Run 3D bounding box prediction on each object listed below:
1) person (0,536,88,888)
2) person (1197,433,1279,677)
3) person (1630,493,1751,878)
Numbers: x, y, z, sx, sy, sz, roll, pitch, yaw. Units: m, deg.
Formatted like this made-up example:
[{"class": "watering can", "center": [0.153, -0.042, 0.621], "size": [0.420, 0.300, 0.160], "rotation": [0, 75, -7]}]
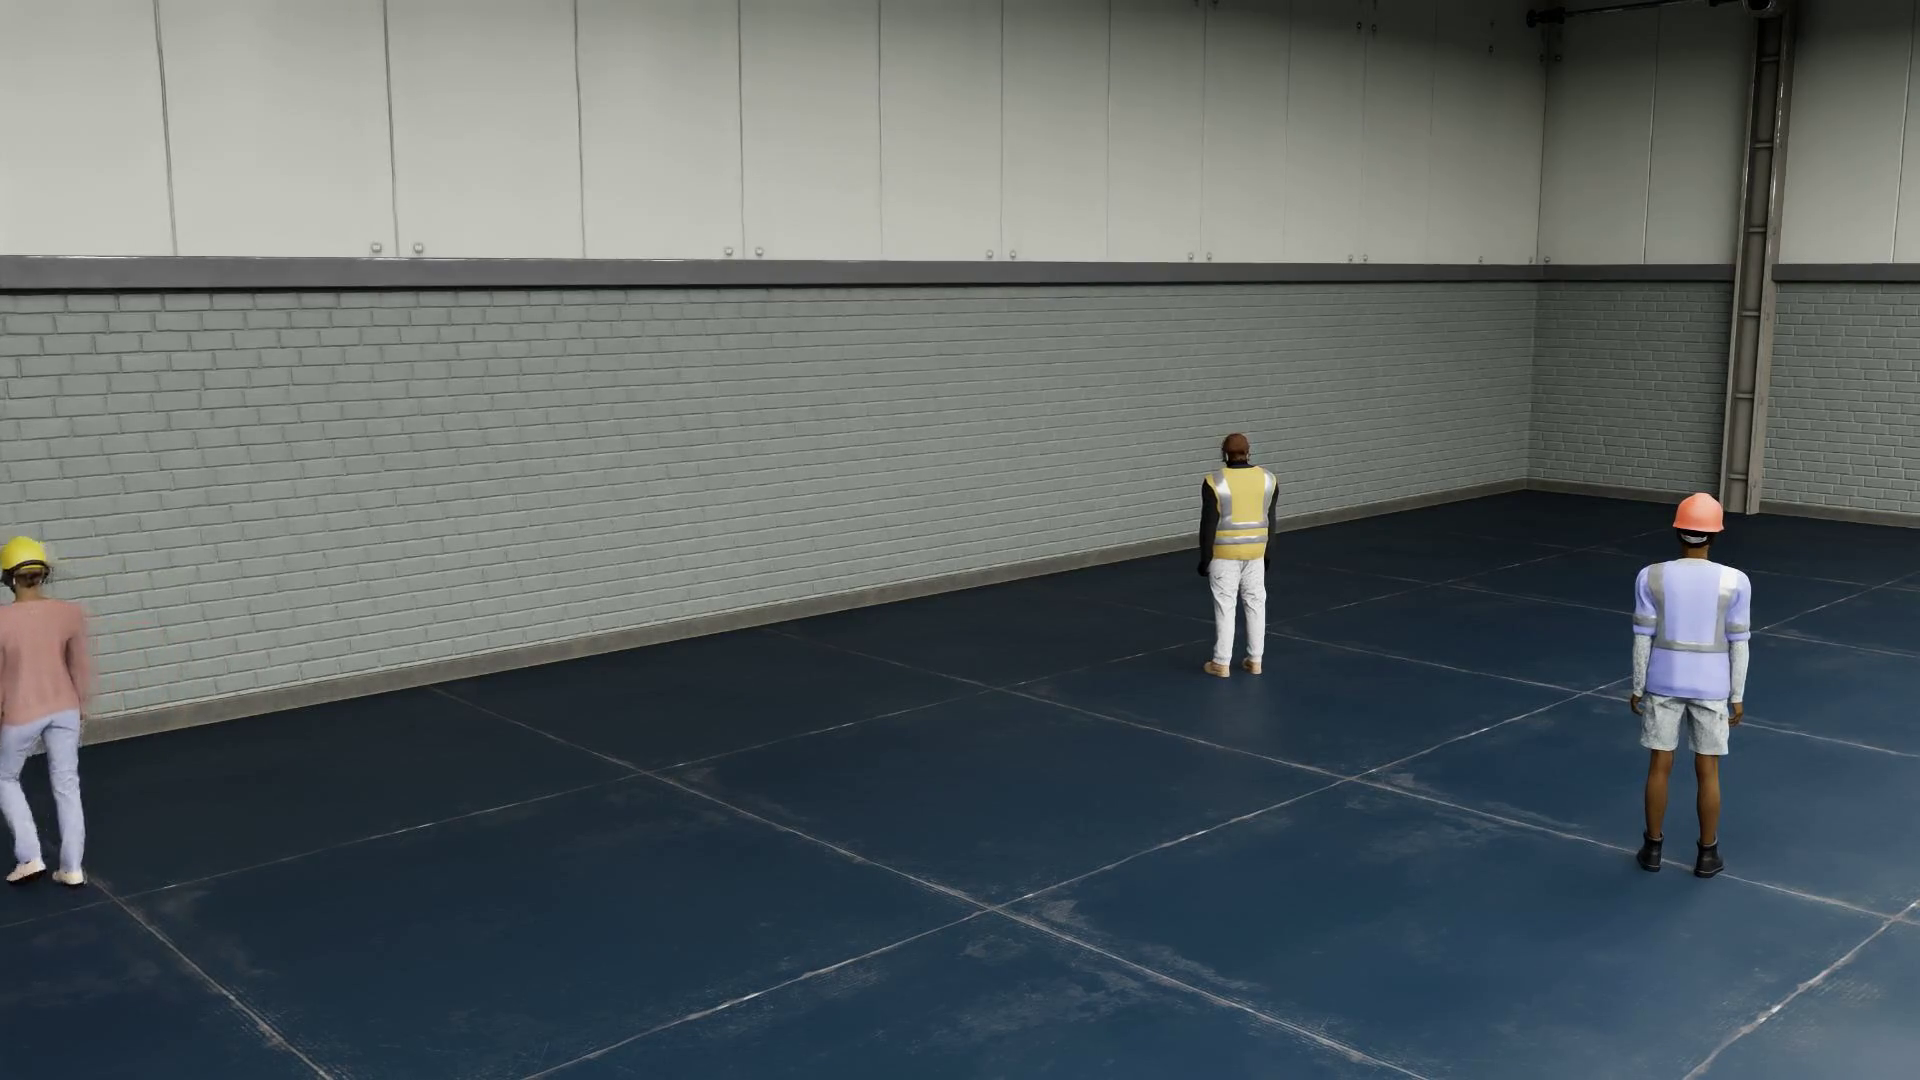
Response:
[{"class": "person", "center": [-4.549, 0.852, 8.181], "size": [0.524, 1.747, 0.548], "rotation": [6, 11, 35]}, {"class": "person", "center": [2.069, 0.114, 12.504], "size": [0.620, 1.837, 0.430], "rotation": [-3, 10, -17]}, {"class": "person", "center": [3.658, 0.728, 8.365], "size": [0.543, 1.940, 0.361], "rotation": [4, 10, 26]}]
